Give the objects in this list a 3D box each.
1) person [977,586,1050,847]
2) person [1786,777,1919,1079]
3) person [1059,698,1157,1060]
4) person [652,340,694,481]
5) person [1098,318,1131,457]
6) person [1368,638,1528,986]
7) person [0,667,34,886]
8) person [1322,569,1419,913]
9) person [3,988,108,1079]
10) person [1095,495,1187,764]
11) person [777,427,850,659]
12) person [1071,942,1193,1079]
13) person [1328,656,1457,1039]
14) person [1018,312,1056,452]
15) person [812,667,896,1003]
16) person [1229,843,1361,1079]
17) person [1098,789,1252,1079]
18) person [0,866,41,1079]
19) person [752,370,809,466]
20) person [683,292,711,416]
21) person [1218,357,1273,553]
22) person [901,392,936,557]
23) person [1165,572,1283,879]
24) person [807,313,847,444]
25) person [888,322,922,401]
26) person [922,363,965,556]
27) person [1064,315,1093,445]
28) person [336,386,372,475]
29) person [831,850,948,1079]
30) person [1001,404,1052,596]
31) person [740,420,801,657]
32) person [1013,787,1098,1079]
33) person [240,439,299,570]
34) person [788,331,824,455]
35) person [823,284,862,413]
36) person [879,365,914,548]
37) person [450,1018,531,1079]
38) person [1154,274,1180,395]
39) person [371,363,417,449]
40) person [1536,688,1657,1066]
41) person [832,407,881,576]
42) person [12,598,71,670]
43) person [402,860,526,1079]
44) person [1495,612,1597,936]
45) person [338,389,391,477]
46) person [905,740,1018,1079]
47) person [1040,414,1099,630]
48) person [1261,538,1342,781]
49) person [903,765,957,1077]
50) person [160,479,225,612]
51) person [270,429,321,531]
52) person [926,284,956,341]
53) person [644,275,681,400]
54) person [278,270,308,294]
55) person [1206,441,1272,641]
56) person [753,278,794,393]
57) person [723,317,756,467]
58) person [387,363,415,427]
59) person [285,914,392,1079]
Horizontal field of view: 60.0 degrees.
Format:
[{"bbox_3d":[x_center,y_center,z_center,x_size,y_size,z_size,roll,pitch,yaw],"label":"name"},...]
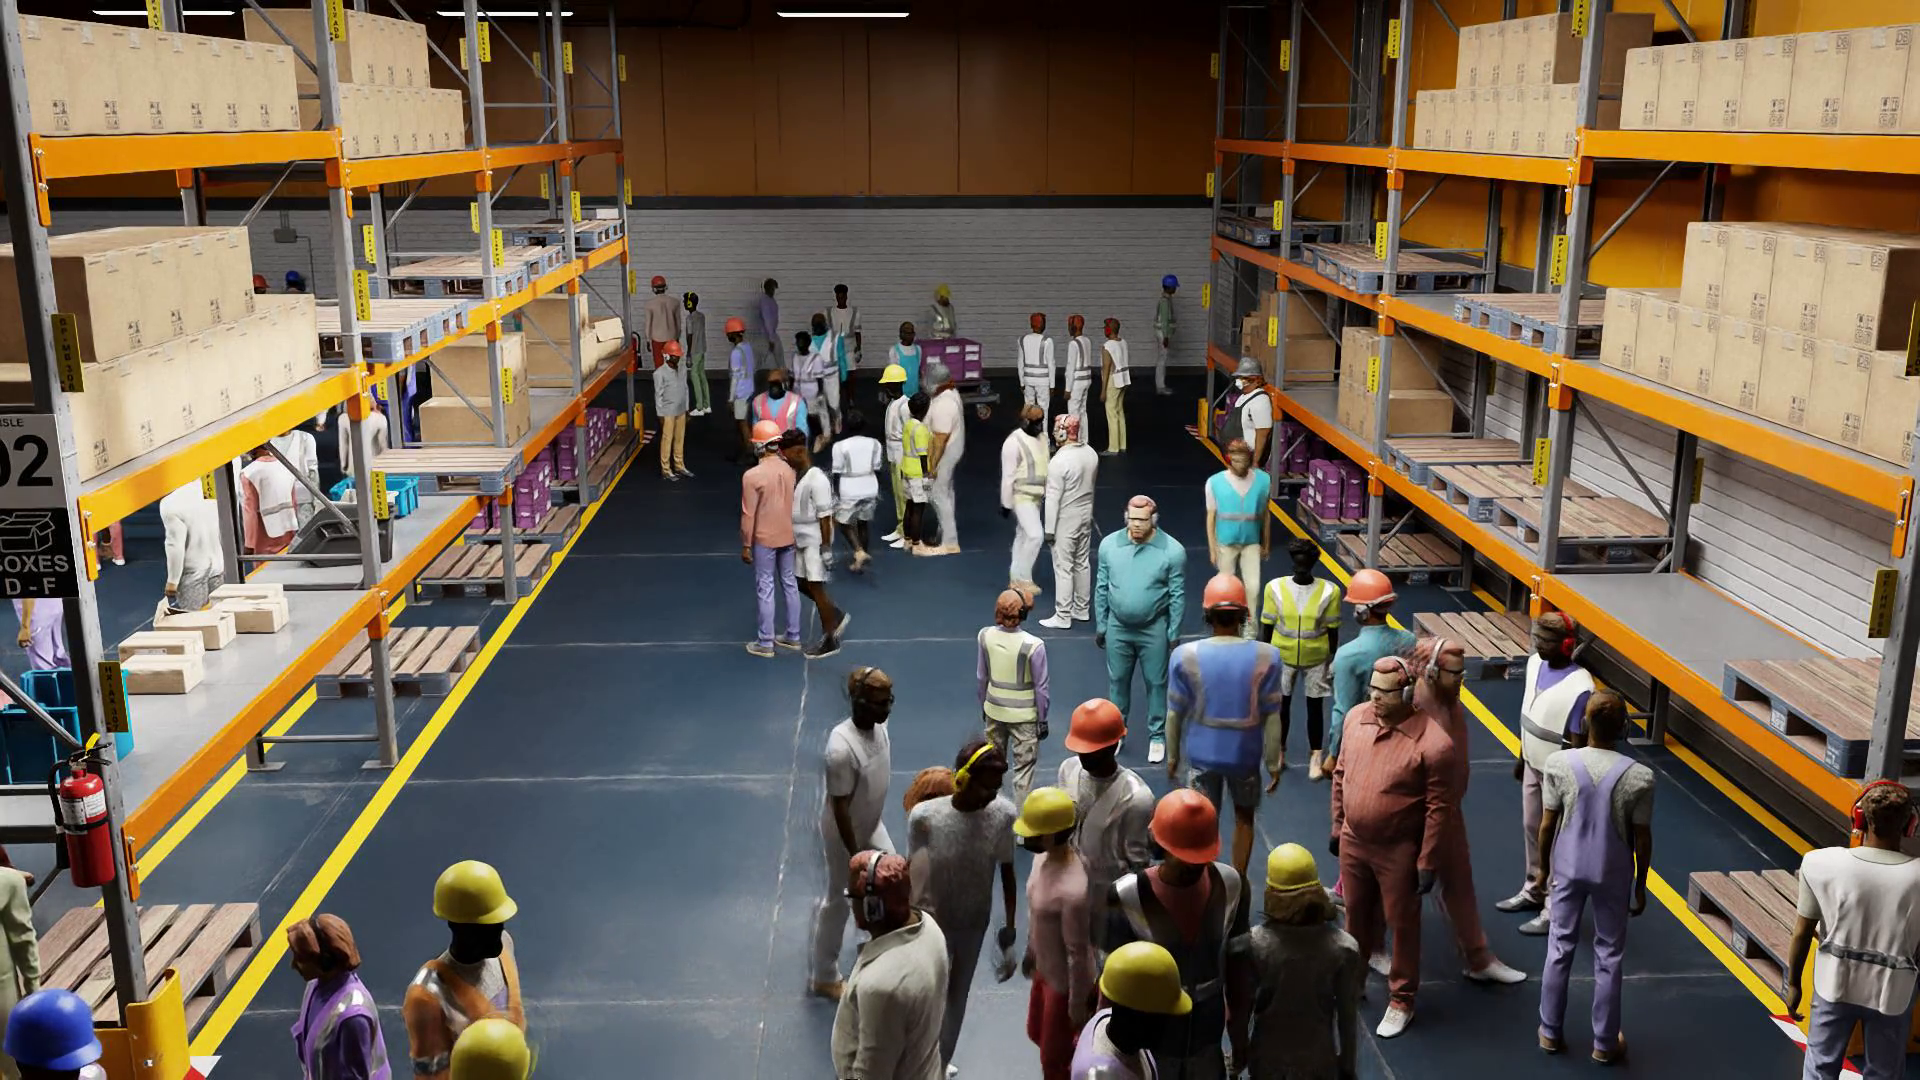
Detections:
[{"bbox_3d":[0.326,1.086,10.256,0.514,1.641,0.309,10,17,35],"label":"person"},{"bbox_3d":[3.681,1.869,6.795,0.560,1.836,0.393,8,16,28],"label":"person"},{"bbox_3d":[0.618,1.626,7.564,0.388,1.929,0.544,-12,19,-40],"label":"person"},{"bbox_3d":[-3.545,-1.616,20.656,0.353,1.743,0.567,8,17,30],"label":"person"},{"bbox_3d":[2.059,-2.024,22.087,0.396,1.836,0.566,9,17,32],"label":"person"},{"bbox_3d":[2.480,1.422,8.467,0.931,1.871,0.667,13,19,42],"label":"person"},{"bbox_3d":[-5.628,1.097,9.411,0.538,2.000,0.687,2,14,6],"label":"person"},{"bbox_3d":[2.288,1.132,9.381,0.621,1.989,0.397,-10,17,-34],"label":"person"},{"bbox_3d":[-2.699,2.254,5.062,0.402,1.943,0.608,0,14,1],"label":"person"},{"bbox_3d":[1.244,0.613,11.597,0.645,1.901,0.400,5,15,20],"label":"person"},{"bbox_3d":[-1.219,-0.003,13.949,0.610,1.929,0.694,-8,16,-27],"label":"person"},{"bbox_3d":[0.528,2.183,5.409,0.401,1.915,0.591,2,14,7],"label":"person"},{"bbox_3d":[2.067,1.484,8.160,0.409,1.907,0.648,-12,19,-39],"label":"person"},{"bbox_3d":[1.041,-2.103,22.291,0.573,1.883,0.356,10,17,34],"label":"person"},{"bbox_3d":[-0.441,1.490,8.312,0.707,1.815,0.566,7,16,26],"label":"person"},{"bbox_3d":[1.293,2.028,6.425,0.496,1.714,0.644,2,14,6],"label":"person"},{"bbox_3d":[0.824,1.889,6.329,0.611,2.032,0.411,-4,15,-15],"label":"person"},{"bbox_3d":[-4.159,1.919,7.015,0.511,1.627,0.283,-8,16,-29],"label":"person"},{"bbox_3d":[-1.940,-0.923,17.847,0.653,1.799,0.945,2,14,8],"label":"person"},{"bbox_3d":[-3.994,-2.806,25.106,0.328,1.861,0.507,4,15,16],"label":"person"},{"bbox_3d":[2.938,-0.884,17.190,0.536,2.000,0.688,-1,14,-3],"label":"person"},{"bbox_3d":[-0.429,-0.677,17.062,0.317,1.695,0.540,-5,15,-19],"label":"person"},{"bbox_3d":[1.446,1.159,9.197,0.624,2.023,0.522,2,14,7],"label":"person"},{"bbox_3d":[-1.884,-2.248,23.007,0.638,1.813,0.538,2,14,8],"label":"person"},{"bbox_3d":[-0.709,-1.937,21.728,0.509,1.837,0.330,-9,17,-33],"label":"person"},{"bbox_3d":[-0.227,-0.880,17.172,0.542,2.000,0.750,3,15,10],"label":"person"},{"bbox_3d":[1.567,-2.050,22.101,0.347,1.875,0.587,8,16,28],"label":"person"},{"bbox_3d":[-7.622,-1.675,20.908,0.321,1.738,0.486,14,20,43],"label":"person"},{"bbox_3d":[-0.266,2.026,6.061,0.399,1.895,0.657,3,15,12],"label":"person"},{"bbox_3d":[0.688,-0.383,15.673,0.573,1.815,0.620,8,16,29],"label":"person"},{"bbox_3d":[-1.574,-0.018,13.903,0.615,1.987,0.407,-13,19,-42],"label":"person"},{"bbox_3d":[0.490,1.844,7.062,0.584,1.746,0.534,-2,14,-10],"label":"person"},{"bbox_3d":[-5.857,-0.049,14.189,0.404,1.906,0.598,4,15,16],"label":"person"},{"bbox_3d":[-2.048,-1.920,21.966,0.553,1.683,0.372,8,16,29],"label":"person"},{"bbox_3d":[-1.792,-2.909,25.287,0.603,1.967,0.367,0,14,-1],"label":"person"},{"bbox_3d":[-0.649,-0.877,17.387,0.383,1.924,0.594,-4,15,-15],"label":"person"},{"bbox_3d":[-1.306,2.261,5.215,0.604,1.876,0.981,4,15,16],"label":"person"},{"bbox_3d":[3.348,-3.341,27.025,0.409,1.943,0.615,2,14,7],"label":"person"},{"bbox_3d":[-7.022,-1.763,20.639,0.537,2.000,0.678,-3,15,-12],"label":"person"},{"bbox_3d":[2.989,1.591,7.872,0.504,1.842,0.345,8,16,28],"label":"person"},{"bbox_3d":[-0.972,-0.443,16.178,0.528,1.679,0.522,-8,16,-27],"label":"person"},{"bbox_3d":[-6.614,0.554,11.938,0.326,1.841,0.514,-1,14,-6],"label":"person"},{"bbox_3d":[-1.705,2.039,5.939,0.371,1.929,0.585,4,15,14],"label":"person"},{"bbox_3d":[3.262,1.274,9.139,0.393,1.837,0.563,-2,14,-9],"label":"person"},{"bbox_3d":[-6.367,-0.837,17.828,0.530,1.619,0.369,-4,15,-16],"label":"person"},{"bbox_3d":[-0.001,1.750,7.299,0.546,1.815,0.851,-4,15,-16],"label":"person"},{"bbox_3d":[0.945,-0.166,14.651,0.399,1.902,0.641,11,18,37],"label":"person"},{"bbox_3d":[2.305,0.797,11.296,0.537,1.688,0.319,4,15,15],"label":"person"},{"bbox_3d":[-0.133,1.788,7.537,0.282,1.625,0.496,1,14,3],"label":"person"},{"bbox_3d":[-5.971,0.230,13.019,0.370,1.941,0.627,4,15,16],"label":"person"},{"bbox_3d":[-6.211,-0.372,15.418,0.552,1.924,0.393,-3,15,-13],"label":"person"},{"bbox_3d":[-0.347,-3.252,26.942,0.619,1.811,0.599,11,18,38],"label":"person"},{"bbox_3d":[-4.729,-3.207,26.452,0.601,1.977,0.434,-7,16,-25],"label":"person"},{"bbox_3d":[-11.065,-3.515,27.734,0.610,1.935,0.412,1,14,4],"label":"person"},{"bbox_3d":[2.352,0.071,13.907,0.613,1.806,0.732,-1,14,-4],"label":"person"},{"bbox_3d":[-3.123,-3.311,27.042,1.035,1.889,0.644,2,14,6],"label":"person"},{"bbox_3d":[-2.841,-1.900,21.404,0.398,1.935,0.556,3,15,10],"label":"person"},{"bbox_3d":[-8.174,-2.516,24.140,0.523,1.769,0.316,-1,14,-5],"label":"person"},{"bbox_3d":[-2.266,2.134,6.160,0.322,1.631,0.522,-10,17,-34],"label":"person"}]
